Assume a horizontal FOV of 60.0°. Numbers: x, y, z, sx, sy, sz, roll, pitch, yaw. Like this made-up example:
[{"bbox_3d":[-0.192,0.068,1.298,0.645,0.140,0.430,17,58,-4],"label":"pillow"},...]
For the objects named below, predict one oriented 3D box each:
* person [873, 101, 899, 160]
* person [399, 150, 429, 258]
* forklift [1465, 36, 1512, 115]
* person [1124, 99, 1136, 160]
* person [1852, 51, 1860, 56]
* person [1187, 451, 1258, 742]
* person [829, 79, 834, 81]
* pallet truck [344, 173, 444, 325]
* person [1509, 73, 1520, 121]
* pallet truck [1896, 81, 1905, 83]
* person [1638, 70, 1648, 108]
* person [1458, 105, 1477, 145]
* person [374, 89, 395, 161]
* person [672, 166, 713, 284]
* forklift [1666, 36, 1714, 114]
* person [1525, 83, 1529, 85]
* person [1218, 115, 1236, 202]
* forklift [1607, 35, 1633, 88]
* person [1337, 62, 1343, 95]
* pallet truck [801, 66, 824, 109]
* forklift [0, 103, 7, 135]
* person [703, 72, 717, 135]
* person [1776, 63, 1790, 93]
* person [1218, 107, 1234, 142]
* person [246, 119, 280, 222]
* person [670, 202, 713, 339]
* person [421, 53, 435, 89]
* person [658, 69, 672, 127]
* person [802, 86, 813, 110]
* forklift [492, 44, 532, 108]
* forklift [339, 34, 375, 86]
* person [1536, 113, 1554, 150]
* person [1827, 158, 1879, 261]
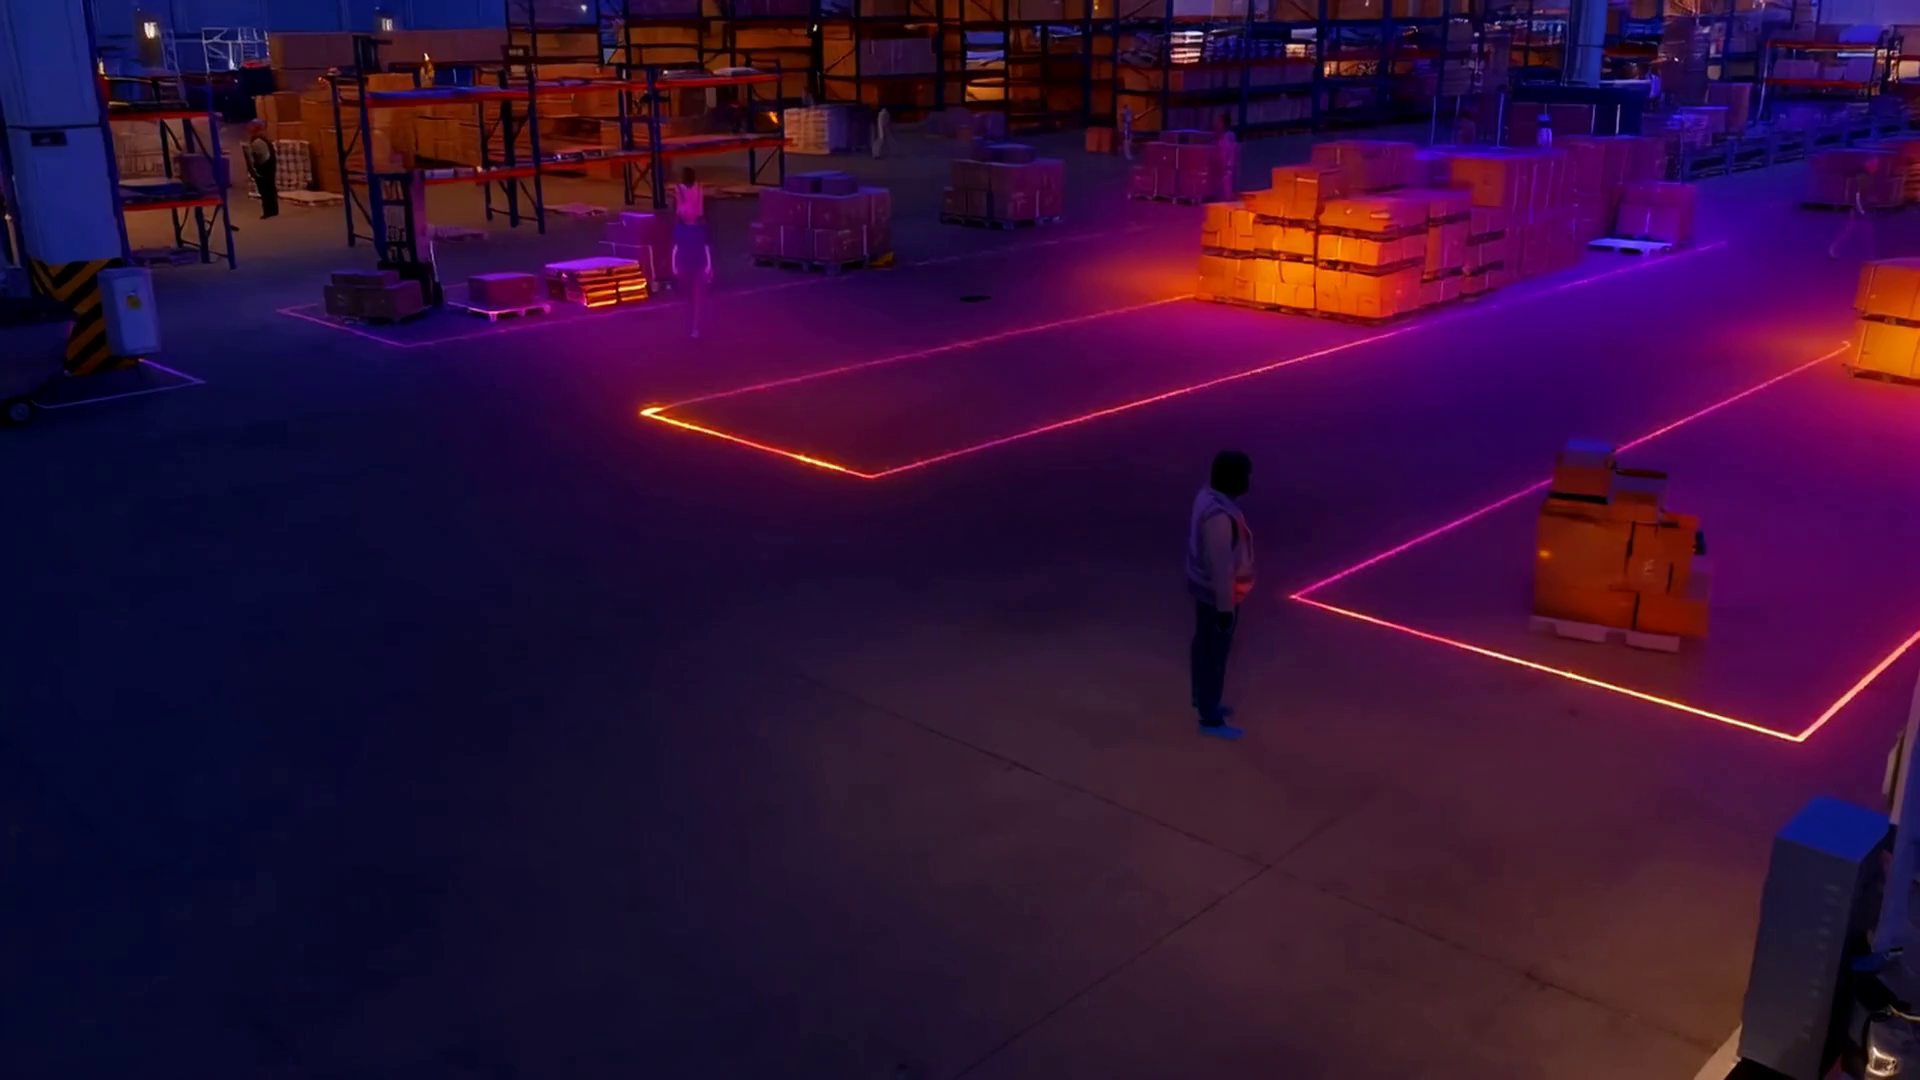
[{"bbox_3d":[-2.037,-11.232,45.634,0.790,1.588,0.533,-1,18,-3],"label":"person"},{"bbox_3d":[-9.245,-5.612,28.162,0.359,1.938,0.632,0,18,1],"label":"person"},{"bbox_3d":[19.973,-17.201,61.605,1.873,2.768,1.129,16,24,40],"label":"forklift"},{"bbox_3d":[4.659,-11.282,45.717,0.314,1.637,0.514,3,19,10],"label":"person"},{"bbox_3d":[37.935,-19.738,70.648,0.472,1.976,0.632,2,18,5],"label":"person"},{"bbox_3d":[1.635,0.337,10.400,0.430,1.838,0.619,0,18,1],"label":"person"},{"bbox_3d":[-4.647,-16.907,62.361,0.586,1.832,0.623,-15,23,-37],"label":"person"},{"bbox_3d":[-8.209,-4.181,23.757,0.823,1.965,1.885,3,19,9],"label":"pallet truck"},{"bbox_3d":[19.794,-15.808,59.356,0.280,1.634,0.498,8,20,24],"label":"person"},{"bbox_3d":[34.802,-16.331,61.455,0.653,1.274,1.630,17,25,41],"label":"pallet truck"},{"bbox_3d":[22.941,-14.839,56.010,0.548,1.918,0.727,17,25,42],"label":"person"},{"bbox_3d":[11.960,-9.384,39.579,0.548,1.912,0.803,-14,23,-35],"label":"person"},{"bbox_3d":[-15.809,-11.289,45.300,0.836,1.911,0.660,7,20,21],"label":"person"},{"bbox_3d":[-4.222,-4.956,26.295,0.592,1.863,0.665,-14,23,-37],"label":"person"},{"bbox_3d":[27.341,-17.291,61.877,1.129,2.768,1.873,17,25,41],"label":"forklift"},{"bbox_3d":[18.264,-13.929,53.748,0.500,1.597,0.816,12,22,32],"label":"person"},{"bbox_3d":[5.688,-8.081,35.569,0.380,1.958,0.603,6,19,17],"label":"person"},{"bbox_3d":[25.243,-17.916,63.760,1.129,2.768,1.873,17,25,41],"label":"forklift"},{"bbox_3d":[16.575,-20.302,72.799,0.317,1.695,0.540,11,21,29],"label":"person"},{"bbox_3d":[-4.812,-15.182,56.903,0.823,1.965,1.885,-9,21,-26],"label":"pallet truck"},{"bbox_3d":[-29.010,-14.010,51.991,1.129,2.768,1.873,15,24,38],"label":"forklift"},{"bbox_3d":[-8.000,-13.925,53.146,0.522,1.973,0.635,5,19,14],"label":"person"},{"bbox_3d":[33.022,-18.297,66.705,0.538,1.735,0.779,9,20,26],"label":"person"},{"bbox_3d":[6.484,-9.695,40.733,0.522,1.769,0.311,-16,24,-39],"label":"person"},{"bbox_3d":[-14.103,-7.455,33.554,0.536,2.000,0.674,1,18,2],"label":"person"},{"bbox_3d":[-3.633,-3.648,22.439,0.547,1.813,0.996,-1,18,-2],"label":"person"},{"bbox_3d":[-22.622,-19.753,70.825,0.560,1.915,0.849,-7,20,-19],"label":"person"},{"bbox_3d":[-10.072,-15.073,56.715,0.589,1.912,0.390,12,22,33],"label":"person"},{"bbox_3d":[-4.608,-13.015,50.868,0.502,1.677,0.539,12,22,31],"label":"person"},{"bbox_3d":[-14.174,-14.481,53.410,1.873,2.768,1.129,17,25,41],"label":"forklift"},{"bbox_3d":[-23.287,-18.355,65.083,1.129,2.768,1.873,17,25,41],"label":"forklift"},{"bbox_3d":[13.048,-8.567,37.165,1.045,1.885,0.557,13,22,34],"label":"person"},{"bbox_3d":[15.355,-5.610,28.373,0.486,1.813,1.025,-6,19,-19],"label":"person"}]
